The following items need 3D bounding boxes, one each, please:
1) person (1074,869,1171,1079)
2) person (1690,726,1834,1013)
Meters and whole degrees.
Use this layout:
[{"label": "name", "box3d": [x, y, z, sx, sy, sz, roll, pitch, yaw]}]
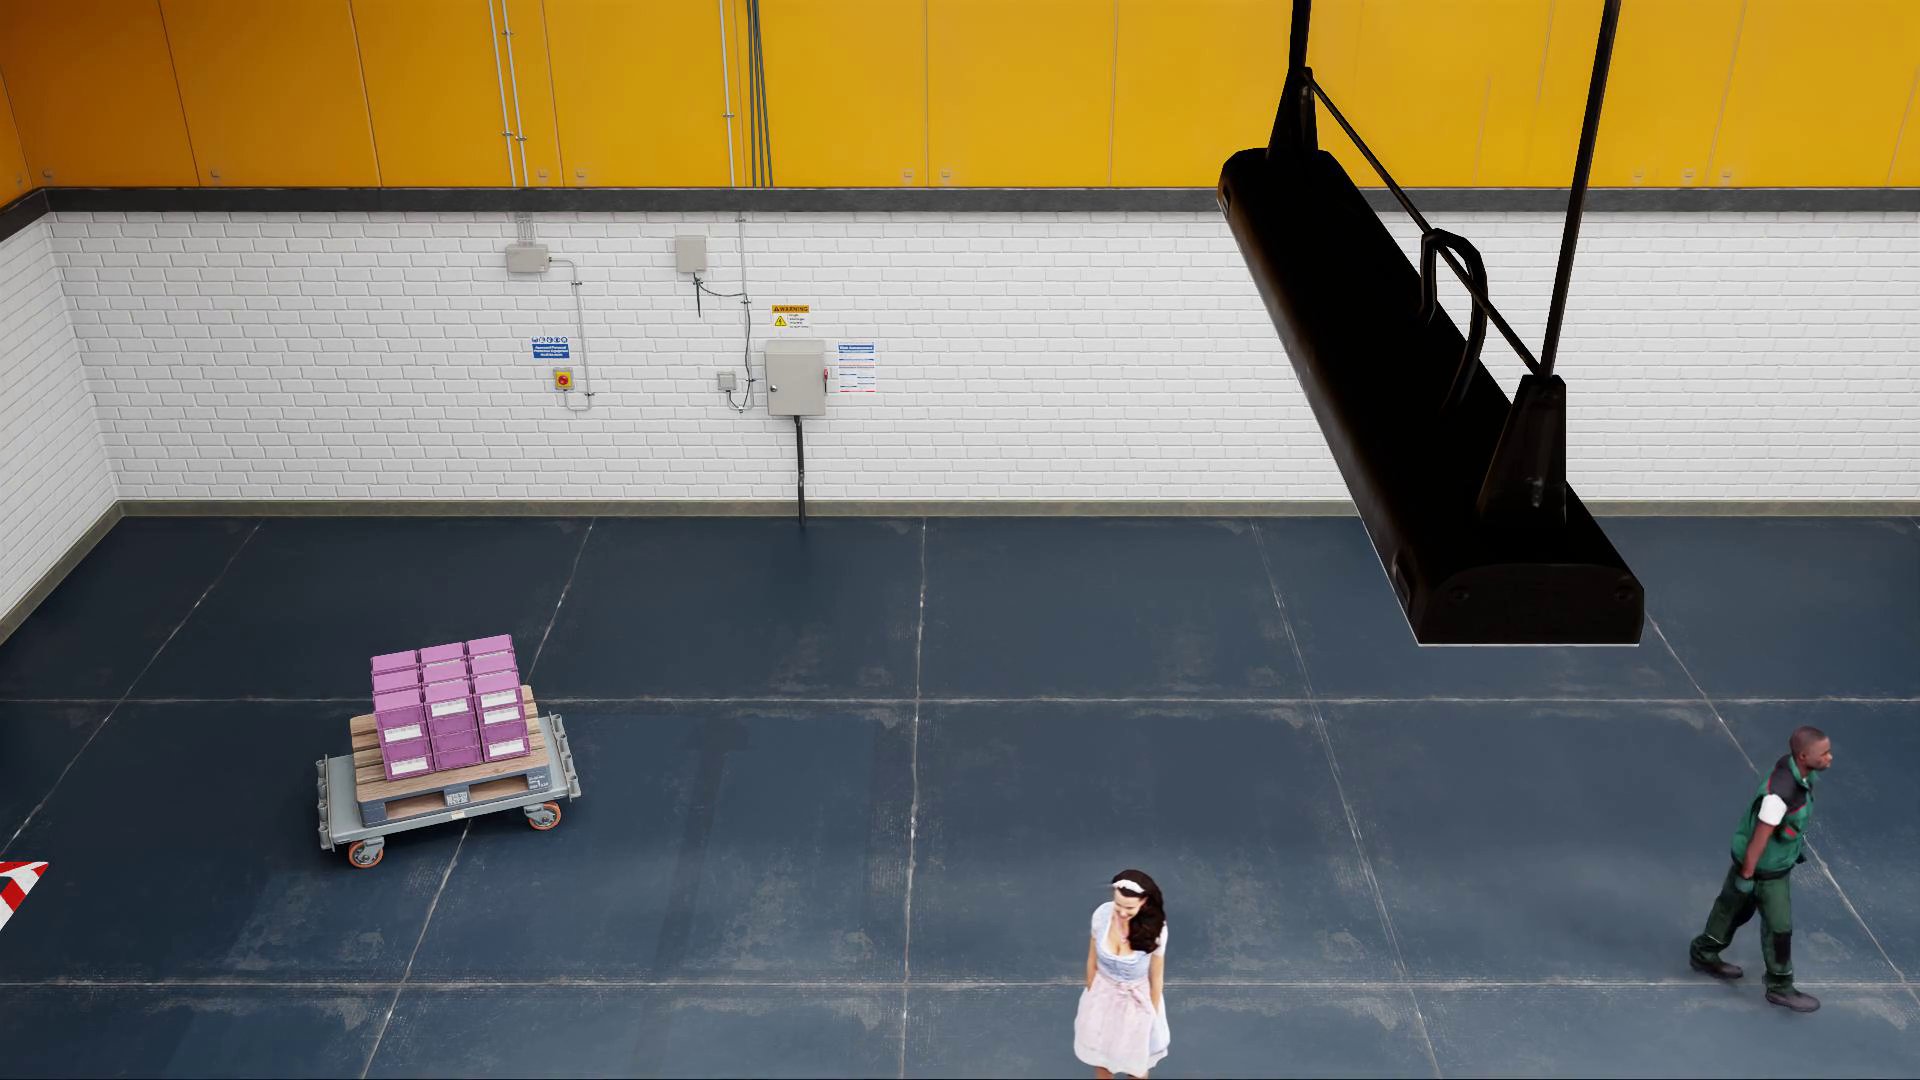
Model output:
[{"label": "person", "box3d": [0.831, 2.380, 8.490, 0.813, 1.805, 0.855, 12, 31, 22]}, {"label": "person", "box3d": [4.525, 1.803, 9.539, 1.081, 1.815, 1.067, 18, 34, 30]}]
